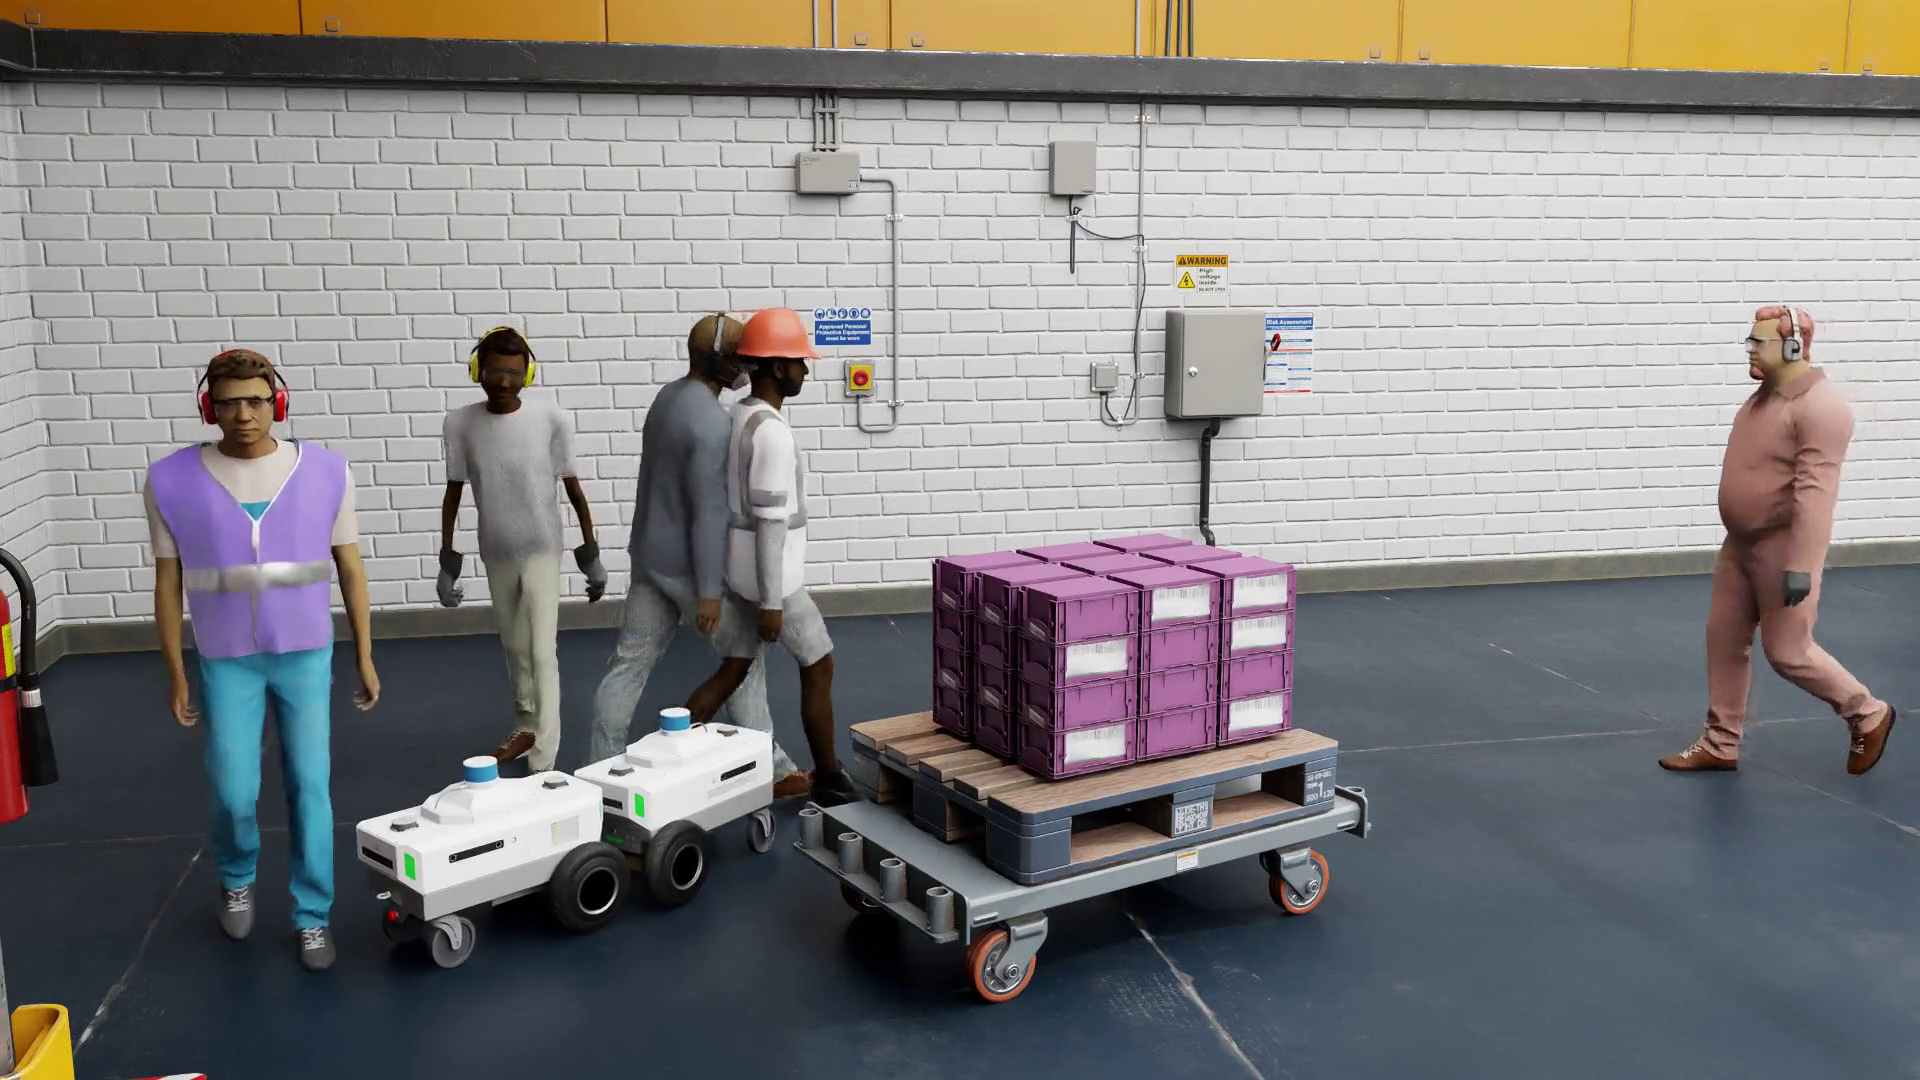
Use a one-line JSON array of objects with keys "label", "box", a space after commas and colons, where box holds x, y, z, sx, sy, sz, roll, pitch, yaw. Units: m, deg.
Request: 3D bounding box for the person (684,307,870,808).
[{"label": "person", "box": [-0.759, 0.110, 6.028, 0.948, 1.902, 0.556, -5, 11, -25]}]

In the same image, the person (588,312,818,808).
[{"label": "person", "box": [-0.971, 0.104, 6.165, 0.891, 1.868, 0.650, -6, 12, -30]}]

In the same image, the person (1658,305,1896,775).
[{"label": "person", "box": [3.259, 0.026, 6.512, 0.765, 1.887, 0.644, 0, 10, -3]}]

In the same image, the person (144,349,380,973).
[{"label": "person", "box": [-2.036, 0.348, 4.905, 0.587, 1.832, 0.445, -5, 11, -26]}]

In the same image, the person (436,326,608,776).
[{"label": "person", "box": [-1.720, 0.087, 6.409, 0.644, 1.801, 0.993, 0, 10, 2]}]

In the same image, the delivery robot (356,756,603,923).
[{"label": "delivery robot", "box": [-1.454, 0.905, 5.075, 0.477, 0.478, 0.707, 9, 14, 42]}]

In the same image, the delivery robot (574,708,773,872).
[{"label": "delivery robot", "box": [-0.952, 0.810, 5.603, 0.477, 0.478, 0.707, 7, 12, 33]}]
